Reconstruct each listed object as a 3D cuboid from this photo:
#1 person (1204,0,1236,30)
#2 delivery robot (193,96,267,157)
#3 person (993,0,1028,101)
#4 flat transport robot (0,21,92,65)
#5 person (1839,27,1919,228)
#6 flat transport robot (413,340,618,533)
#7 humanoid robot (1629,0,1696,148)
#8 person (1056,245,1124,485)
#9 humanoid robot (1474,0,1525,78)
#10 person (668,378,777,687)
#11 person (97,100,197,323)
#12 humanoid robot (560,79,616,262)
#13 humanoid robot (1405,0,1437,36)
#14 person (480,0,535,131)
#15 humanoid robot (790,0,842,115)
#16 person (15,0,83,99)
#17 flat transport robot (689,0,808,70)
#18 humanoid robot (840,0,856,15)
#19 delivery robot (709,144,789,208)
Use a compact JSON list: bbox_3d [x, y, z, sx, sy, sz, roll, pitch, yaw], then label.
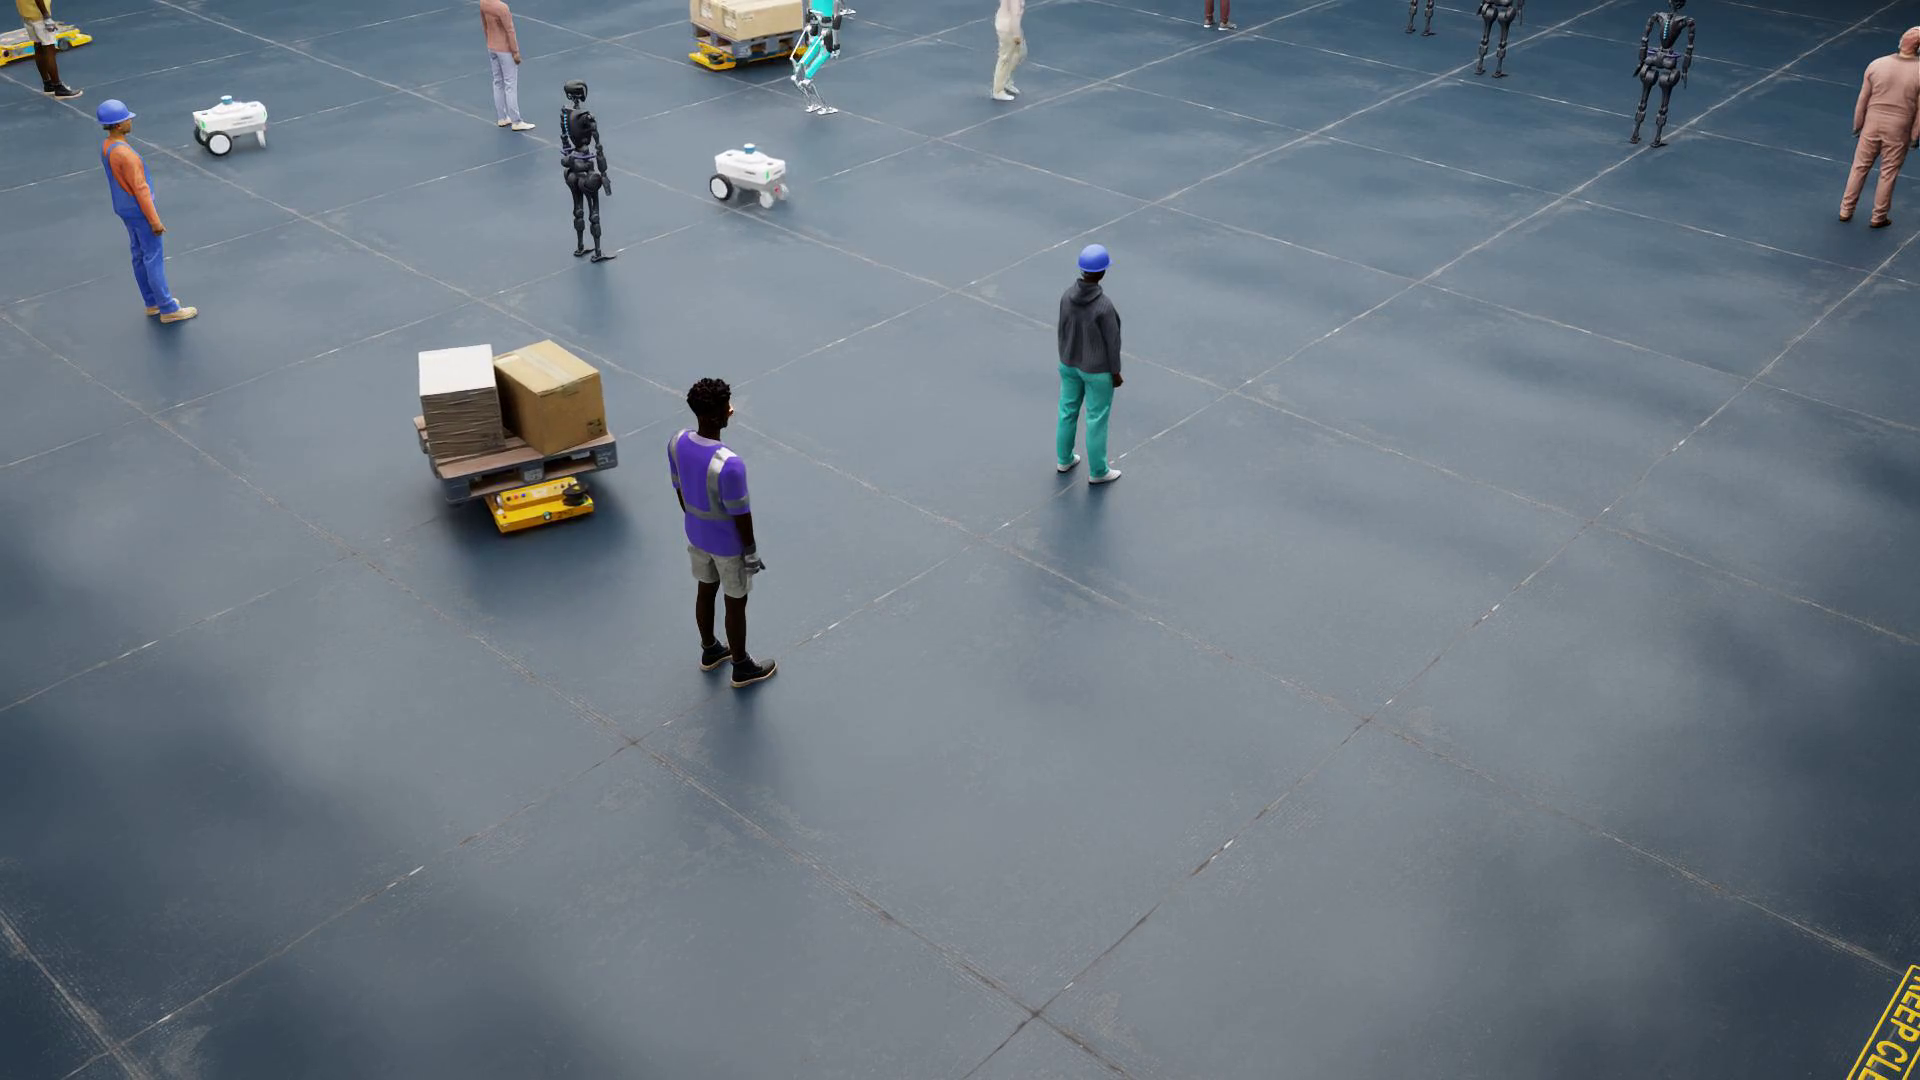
[{"bbox_3d":[3.494,-7.737,22.148,0.539,1.813,0.369,25,40,35],"label":"person"},{"bbox_3d":[-7.986,-4.555,18.205,0.752,0.581,0.518,-22,38,-31],"label":"delivery robot"},{"bbox_3d":[0.607,-5.959,19.422,0.472,1.664,0.503,1,32,2],"label":"person"},{"bbox_3d":[-12.059,-6.399,21.459,0.659,0.231,1.431,18,36,26],"label":"flat transport robot"},{"bbox_3d":[8.917,-3.954,15.970,0.641,1.908,0.414,25,40,35],"label":"person"},{"bbox_3d":[-3.174,-0.519,11.989,0.659,0.231,1.431,-15,35,-23],"label":"flat transport robot"},{"bbox_3d":[7.625,-5.139,18.081,0.599,1.657,0.315,26,40,35],"label":"humanoid robot"},{"bbox_3d":[0.902,-1.228,11.704,0.525,1.778,0.361,25,40,35],"label":"person"},{"bbox_3d":[6.599,-6.534,20.327,0.599,1.659,0.315,26,40,35],"label":"humanoid robot"},{"bbox_3d":[-1.382,-0.039,9.610,0.605,1.965,0.368,25,40,35],"label":"person"},{"bbox_3d":[-6.937,-2.773,14.067,0.515,1.910,0.362,25,40,35],"label":"person"},{"bbox_3d":[-3.465,-3.414,15.303,0.599,1.657,0.315,26,40,35],"label":"humanoid robot"},{"bbox_3d":[6.169,-7.543,21.953,0.599,1.657,0.315,26,40,35],"label":"humanoid robot"},{"bbox_3d":[-5.083,-5.458,18.524,0.524,1.768,0.308,25,40,35],"label":"person"},{"bbox_3d":[-1.676,-5.610,18.669,0.533,1.677,0.735,26,40,35],"label":"humanoid robot"},{"bbox_3d":[-10.815,-6.176,19.492,0.605,1.965,0.368,25,40,35],"label":"person"},{"bbox_3d":[-2.679,-6.274,21.257,1.431,0.231,0.659,-22,38,-31],"label":"flat transport robot"},{"bbox_3d":[-1.704,-7.934,22.410,0.533,1.680,0.735,26,40,35],"label":"humanoid robot"},{"bbox_3d":[-2.136,-3.706,16.868,0.817,0.613,0.499,18,36,26],"label":"delivery robot"}]
